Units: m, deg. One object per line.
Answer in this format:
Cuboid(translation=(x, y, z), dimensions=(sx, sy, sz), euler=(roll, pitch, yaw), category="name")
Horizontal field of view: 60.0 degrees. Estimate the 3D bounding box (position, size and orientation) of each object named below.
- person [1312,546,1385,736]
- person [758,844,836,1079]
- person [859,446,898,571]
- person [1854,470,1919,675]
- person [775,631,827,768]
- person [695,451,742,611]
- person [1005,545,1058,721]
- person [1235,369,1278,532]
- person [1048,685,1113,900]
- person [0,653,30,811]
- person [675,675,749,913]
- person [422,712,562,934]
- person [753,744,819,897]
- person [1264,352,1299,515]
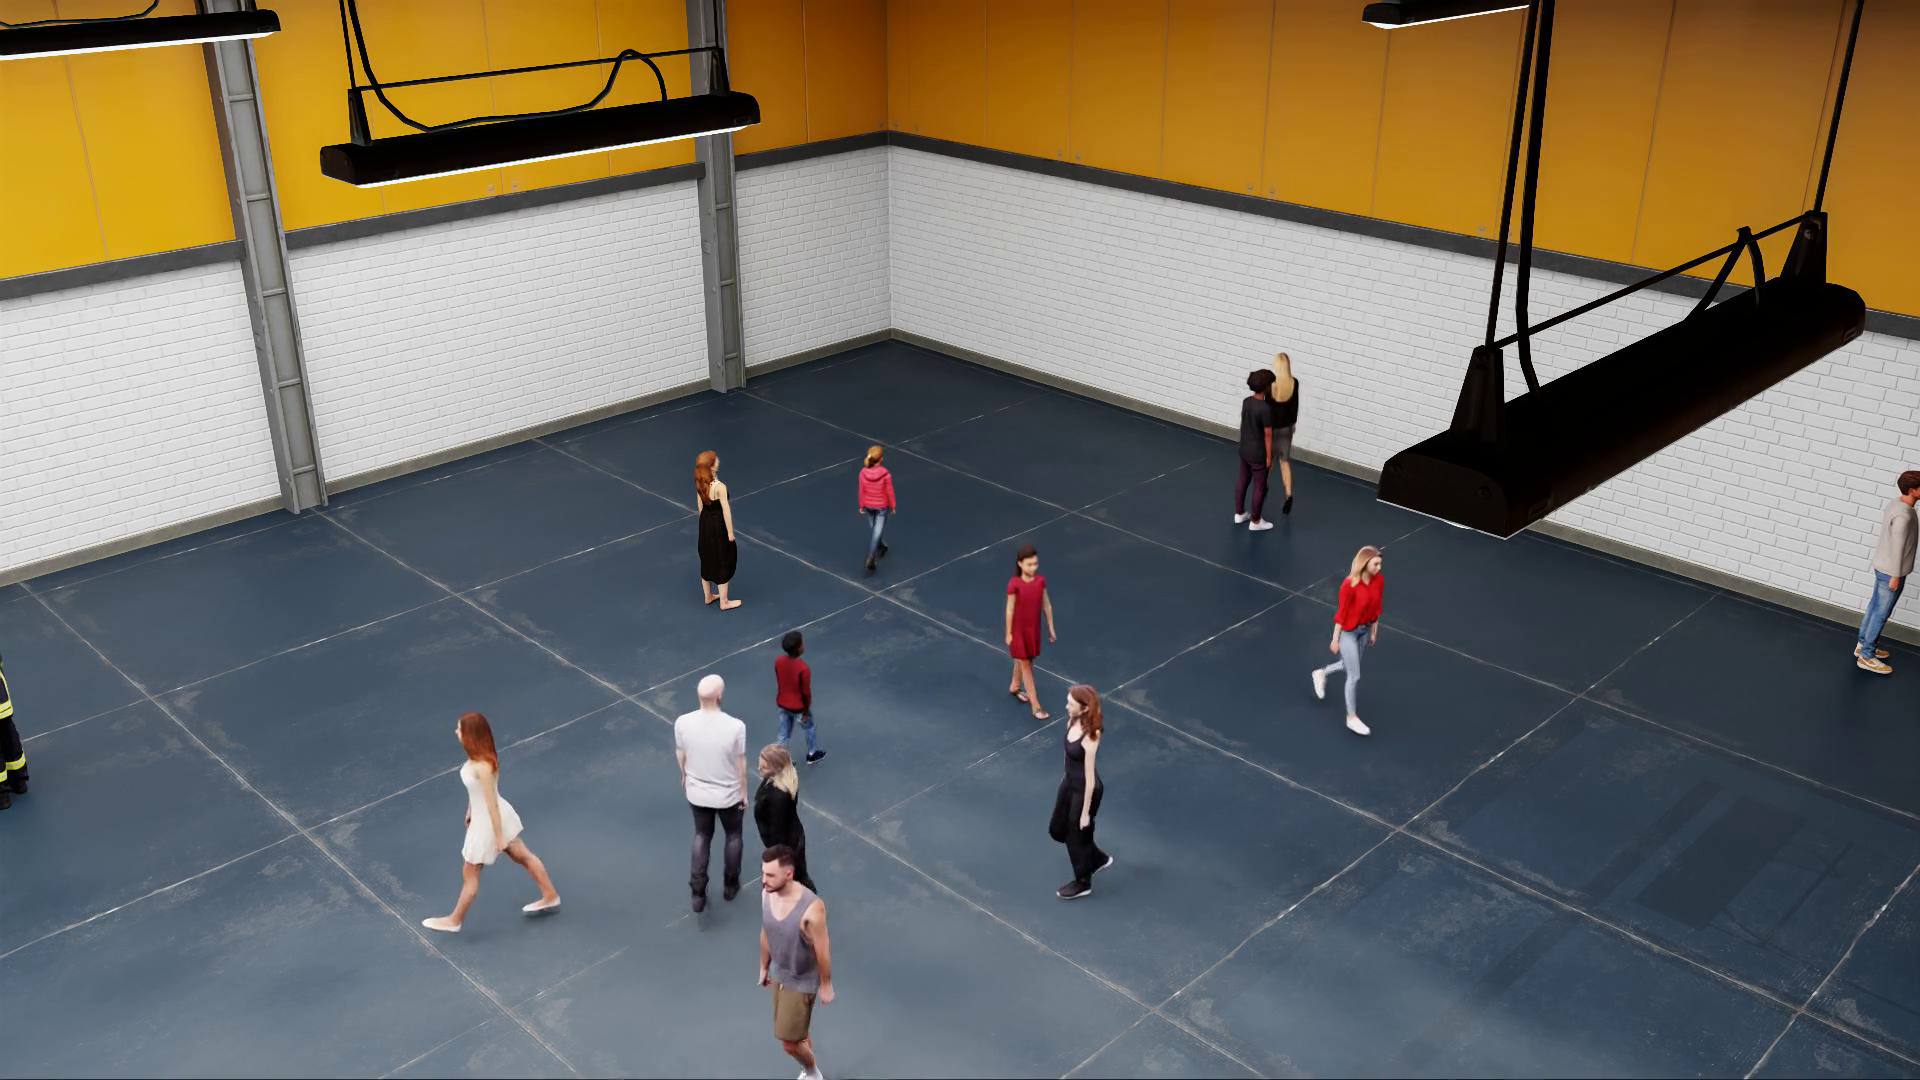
Cuboid(translation=(3.274, 0.773, 14.081), dimensions=(1.027, 1.679, 0.850), euler=(-13, 27, -27), category="person")
Cuboid(translation=(-0.931, 2.565, 9.962), dimensions=(0.660, 1.827, 0.673), euler=(18, 29, 35), category="person")
Cuboid(translation=(-0.881, -0.306, 17.039), dimensions=(0.780, 1.288, 0.992), euler=(8, 25, 18), category="person")
Cuboid(translation=(8.396, 0.252, 14.992), dimensions=(0.806, 1.904, 0.650), euler=(10, 25, 21), category="person")
Cuboid(translation=(-1.369, 1.337, 13.342), dimensions=(0.625, 1.238, 0.745), euler=(10, 26, 22), category="person")
Cuboid(translation=(-2.393, -0.106, 16.161), dimensions=(0.576, 1.625, 0.581), euler=(19, 30, 36), category="person")
Cuboid(translation=(0.537, 0.732, 14.372), dimensions=(0.957, 1.522, 0.779), euler=(-13, 27, -28), category="person")
Cuboid(translation=(3.198, -0.995, 17.999), dimensions=(0.630, 1.781, 0.680), euler=(-13, 27, -28), category="person")
Cuboid(translation=(0.944, 1.764, 11.745), dimensions=(0.822, 1.736, 0.753), euler=(-9, 25, -19), category="person")
Cuboid(translation=(-7.602, 1.170, 12.862), dimensions=(0.948, 1.928, 0.853), euler=(3, 24, 7), category="person")
Cuboid(translation=(-1.720, 1.806, 11.556), dimensions=(0.922, 1.810, 0.997), euler=(2, 24, 5), category="person")
Cuboid(translation=(-3.132, 1.939, 11.442), dimensions=(1.228, 1.657, 0.965), euler=(-7, 24, -15), category="person")
Cuboid(translation=(-1.124, 2.061, 11.171), dimensions=(0.954, 1.650, 0.871), euler=(5, 24, 11), category="person")
Cuboid(translation=(3.535, -1.131, 18.282), dimensions=(1.162, 1.804, 1.094), euler=(-5, 24, -10), category="person")
